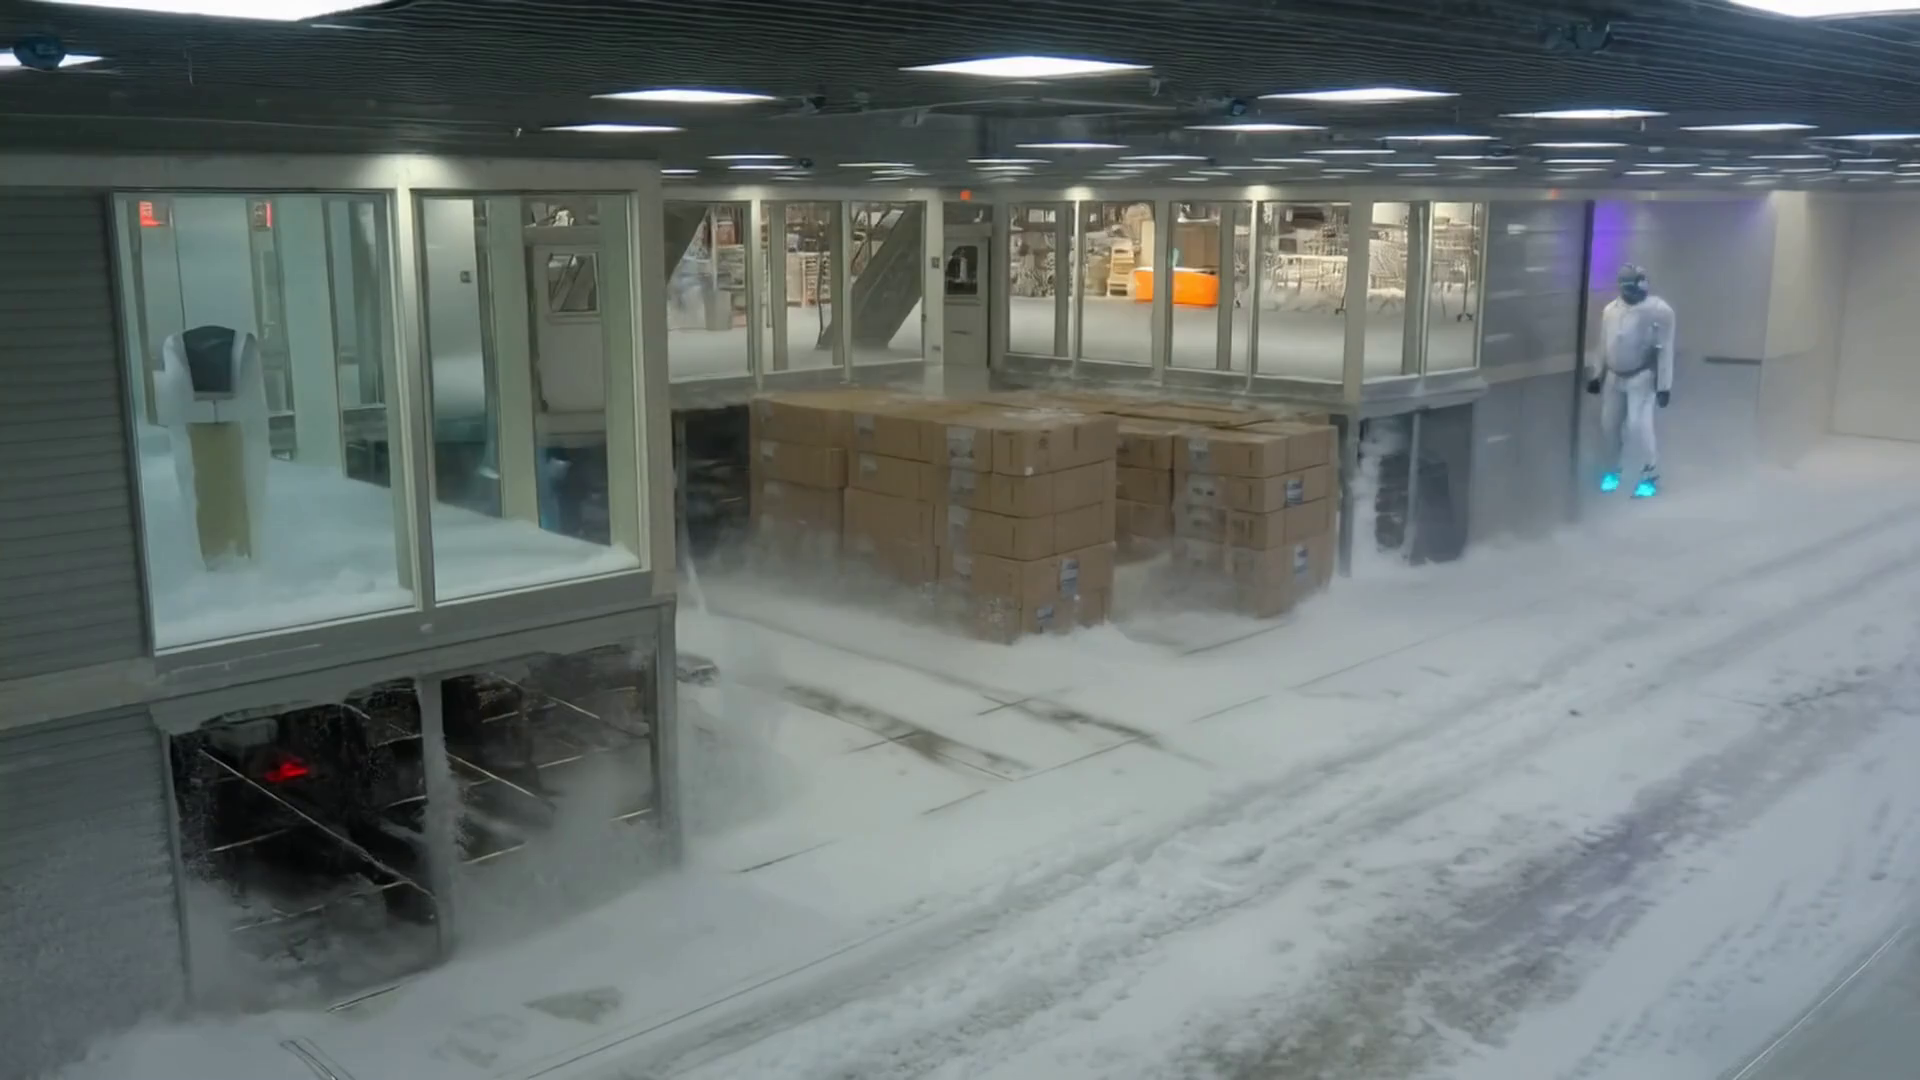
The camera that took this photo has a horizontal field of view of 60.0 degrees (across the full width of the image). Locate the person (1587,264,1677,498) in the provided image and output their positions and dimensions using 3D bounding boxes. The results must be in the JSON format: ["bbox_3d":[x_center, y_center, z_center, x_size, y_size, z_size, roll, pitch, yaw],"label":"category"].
[{"bbox_3d":[5.456,-1.295,13.519,0.400,1.888,0.670,-7,13,-32],"label":"person"}]
